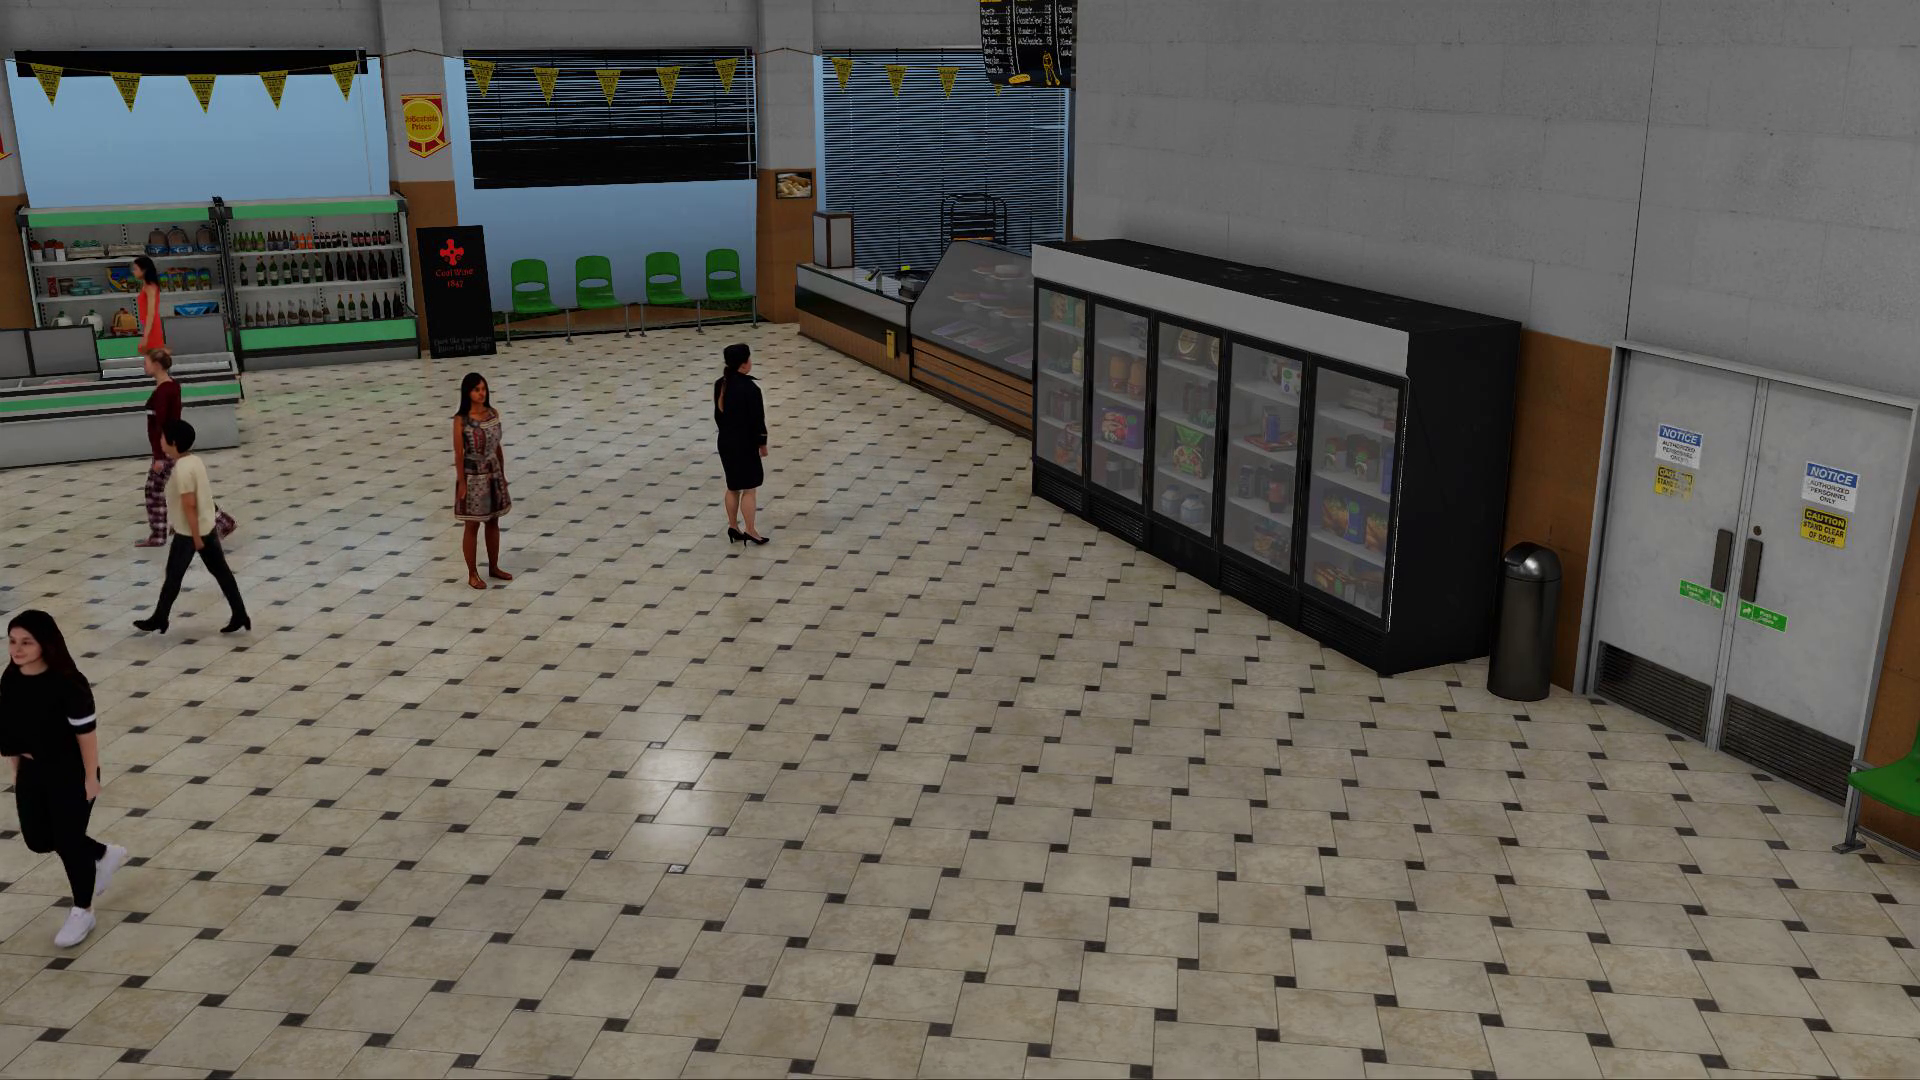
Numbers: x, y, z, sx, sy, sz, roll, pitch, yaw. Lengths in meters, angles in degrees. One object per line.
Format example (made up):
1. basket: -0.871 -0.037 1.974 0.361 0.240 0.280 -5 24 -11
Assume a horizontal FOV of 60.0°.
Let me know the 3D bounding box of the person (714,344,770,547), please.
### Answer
1. person: -1.809 -0.778 13.703 0.790 1.671 0.778 14 22 39

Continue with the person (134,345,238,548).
1. person: -6.360 -0.728 13.559 1.034 1.661 0.692 -6 18 -19

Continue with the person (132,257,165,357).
1. person: -8.969 -2.302 18.733 1.167 1.666 0.777 -13 21 -36

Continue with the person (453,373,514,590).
1. person: -3.670 -0.472 12.742 0.788 1.645 0.646 12 21 35

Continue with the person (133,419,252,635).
1. person: -5.225 -0.053 11.526 1.070 1.550 0.813 -2 17 -5

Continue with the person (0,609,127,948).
1. person: -4.143 1.062 7.724 0.845 1.626 0.886 3 17 11
